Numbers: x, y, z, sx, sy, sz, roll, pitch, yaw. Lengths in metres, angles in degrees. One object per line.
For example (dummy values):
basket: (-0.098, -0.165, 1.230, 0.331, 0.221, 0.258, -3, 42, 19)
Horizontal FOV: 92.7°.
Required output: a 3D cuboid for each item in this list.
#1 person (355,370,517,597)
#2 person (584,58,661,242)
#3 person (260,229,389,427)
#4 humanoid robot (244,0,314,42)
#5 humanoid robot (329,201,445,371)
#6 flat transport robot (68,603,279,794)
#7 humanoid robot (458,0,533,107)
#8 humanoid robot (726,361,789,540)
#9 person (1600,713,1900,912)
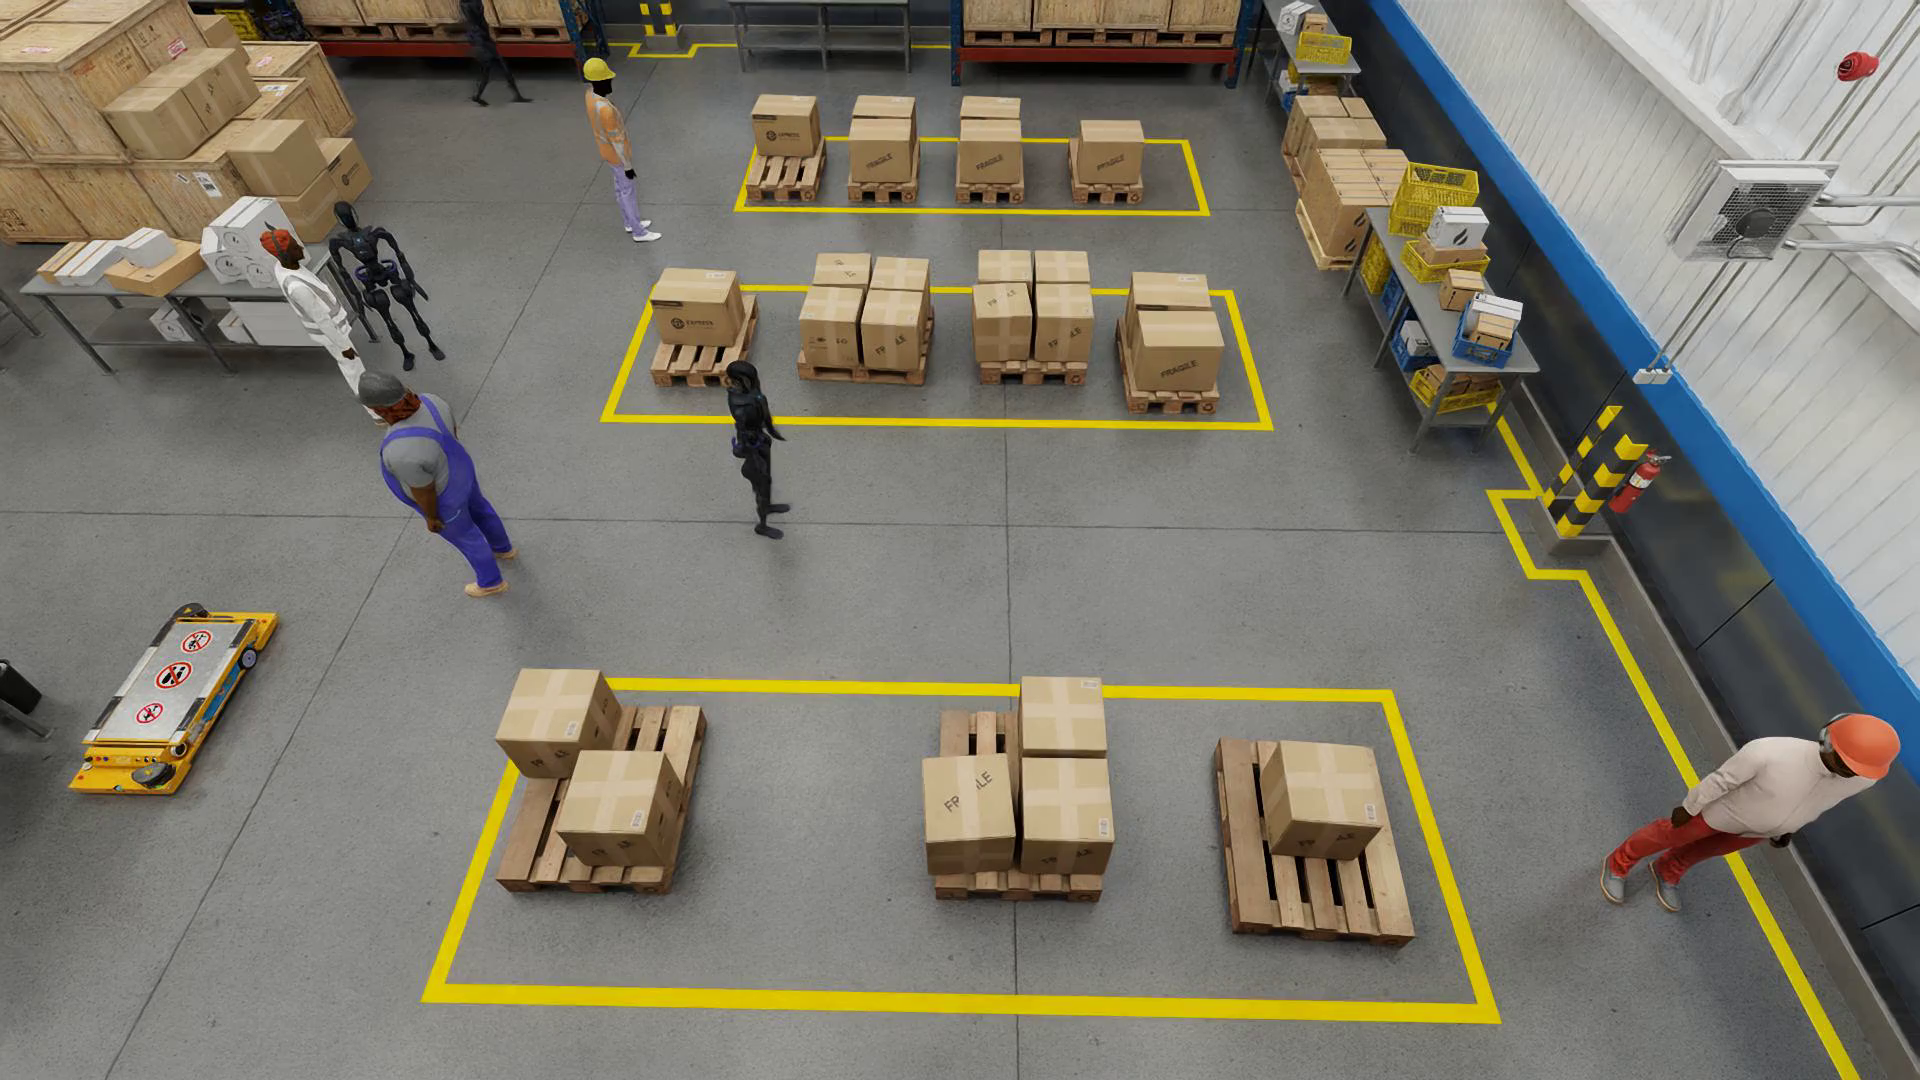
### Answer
person: (-3.736, -0.384, 6.532, 0.538, 2.000, 0.682, -3, 50, -2)
person: (-3.636, -4.128, 9.774, 0.368, 1.925, 0.594, -26, 54, -20)
person: (-5.335, -1.778, 7.814, 0.351, 1.882, 0.582, -32, 57, -24)
humanoid robot: (-9.028, -6.829, 12.214, 0.589, 1.657, 0.327, -32, 57, -24)
humanoid robot: (-5.261, -2.310, 8.387, 0.587, 1.660, 0.329, -25, 54, -20)
flat transport robot: (-5.504, 1.072, 6.442, 0.652, 0.197, 1.431, 1, 50, 1)
humanoid robot: (-6.290, -6.517, 11.986, 0.744, 1.638, 0.606, 1, 50, 0)
humanoid robot: (-1.547, -0.698, 7.026, 0.315, 1.657, 0.607, 3, 50, 2)
person: (4.239, 1.497, 4.970, 0.610, 1.995, 0.376, 9, 50, 7)
